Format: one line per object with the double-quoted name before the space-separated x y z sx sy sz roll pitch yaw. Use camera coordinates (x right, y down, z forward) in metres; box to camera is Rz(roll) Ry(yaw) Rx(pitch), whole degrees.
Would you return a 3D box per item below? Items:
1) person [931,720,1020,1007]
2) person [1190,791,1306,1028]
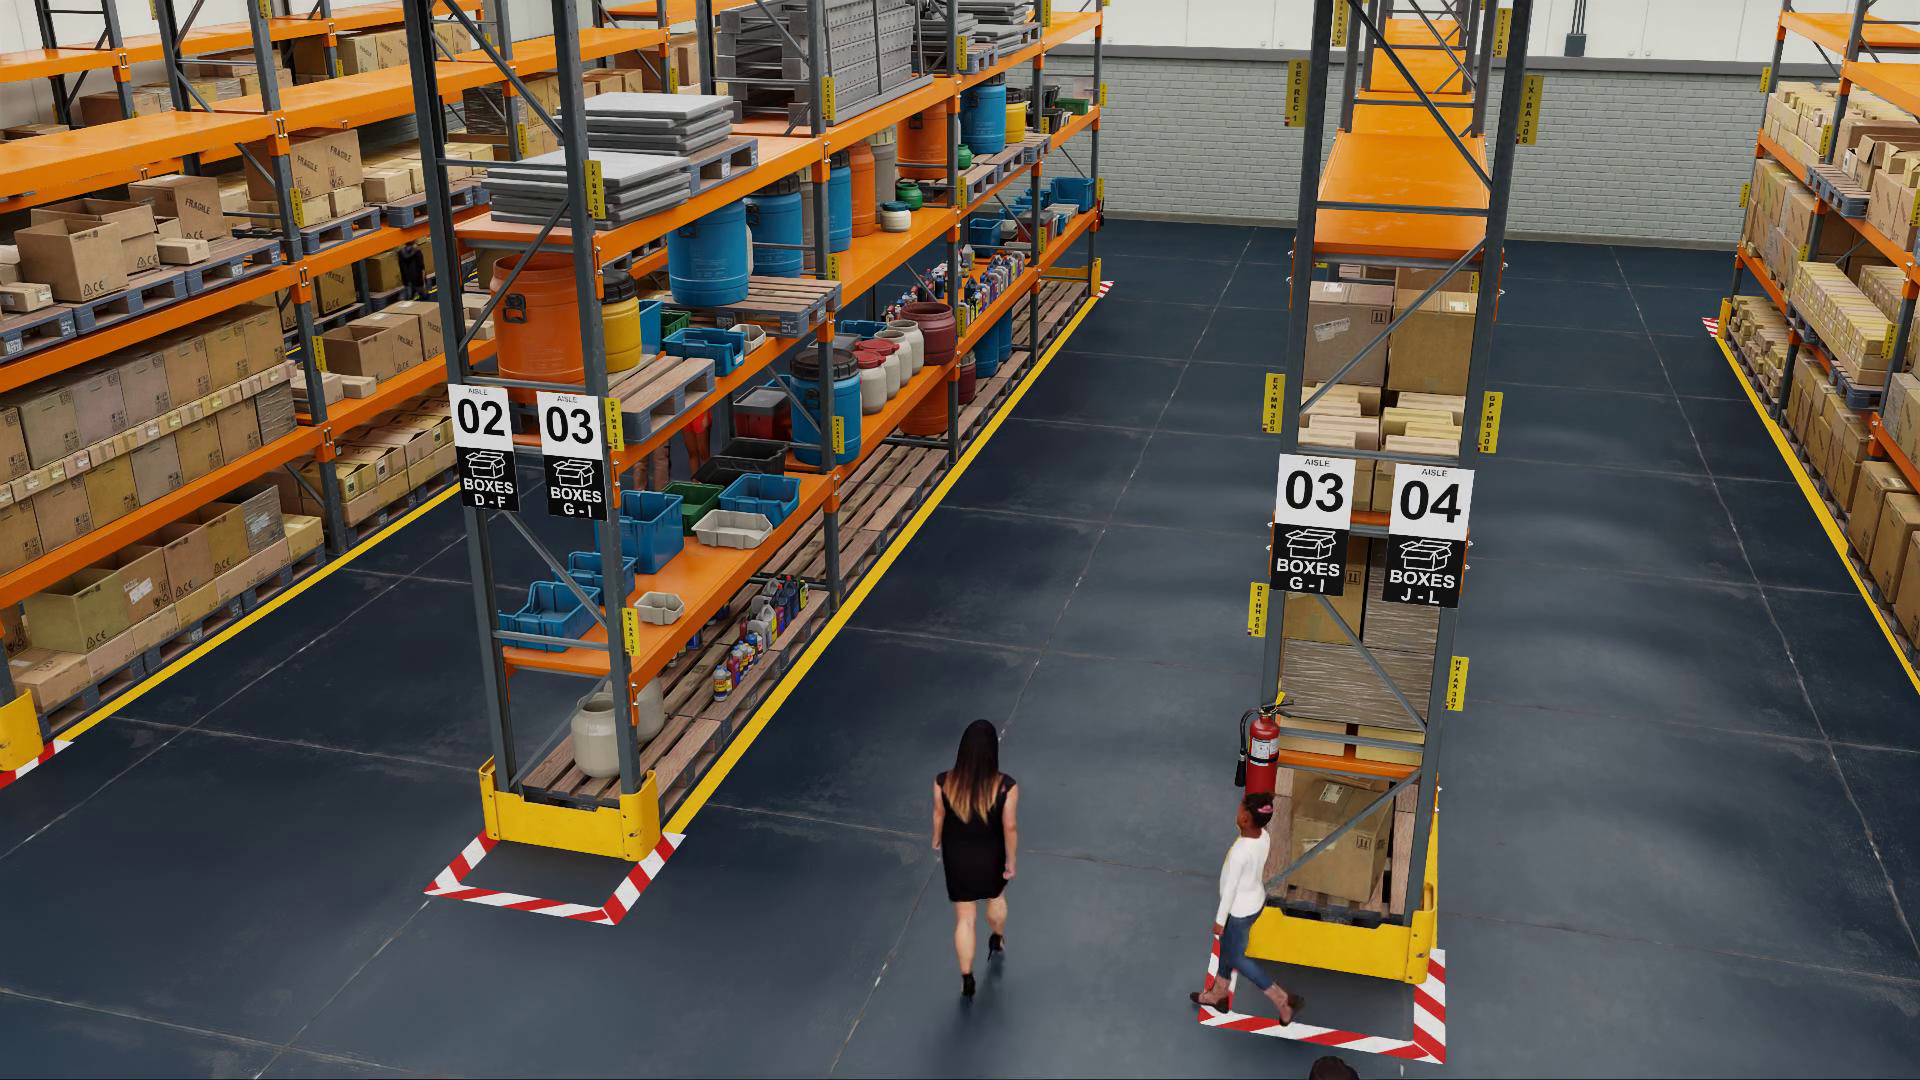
"person" 0.078 1.856 9.362 0.747 1.690 0.899 1 22 3
"person" 1.627 2.063 9.206 0.744 1.426 0.897 12 25 26
